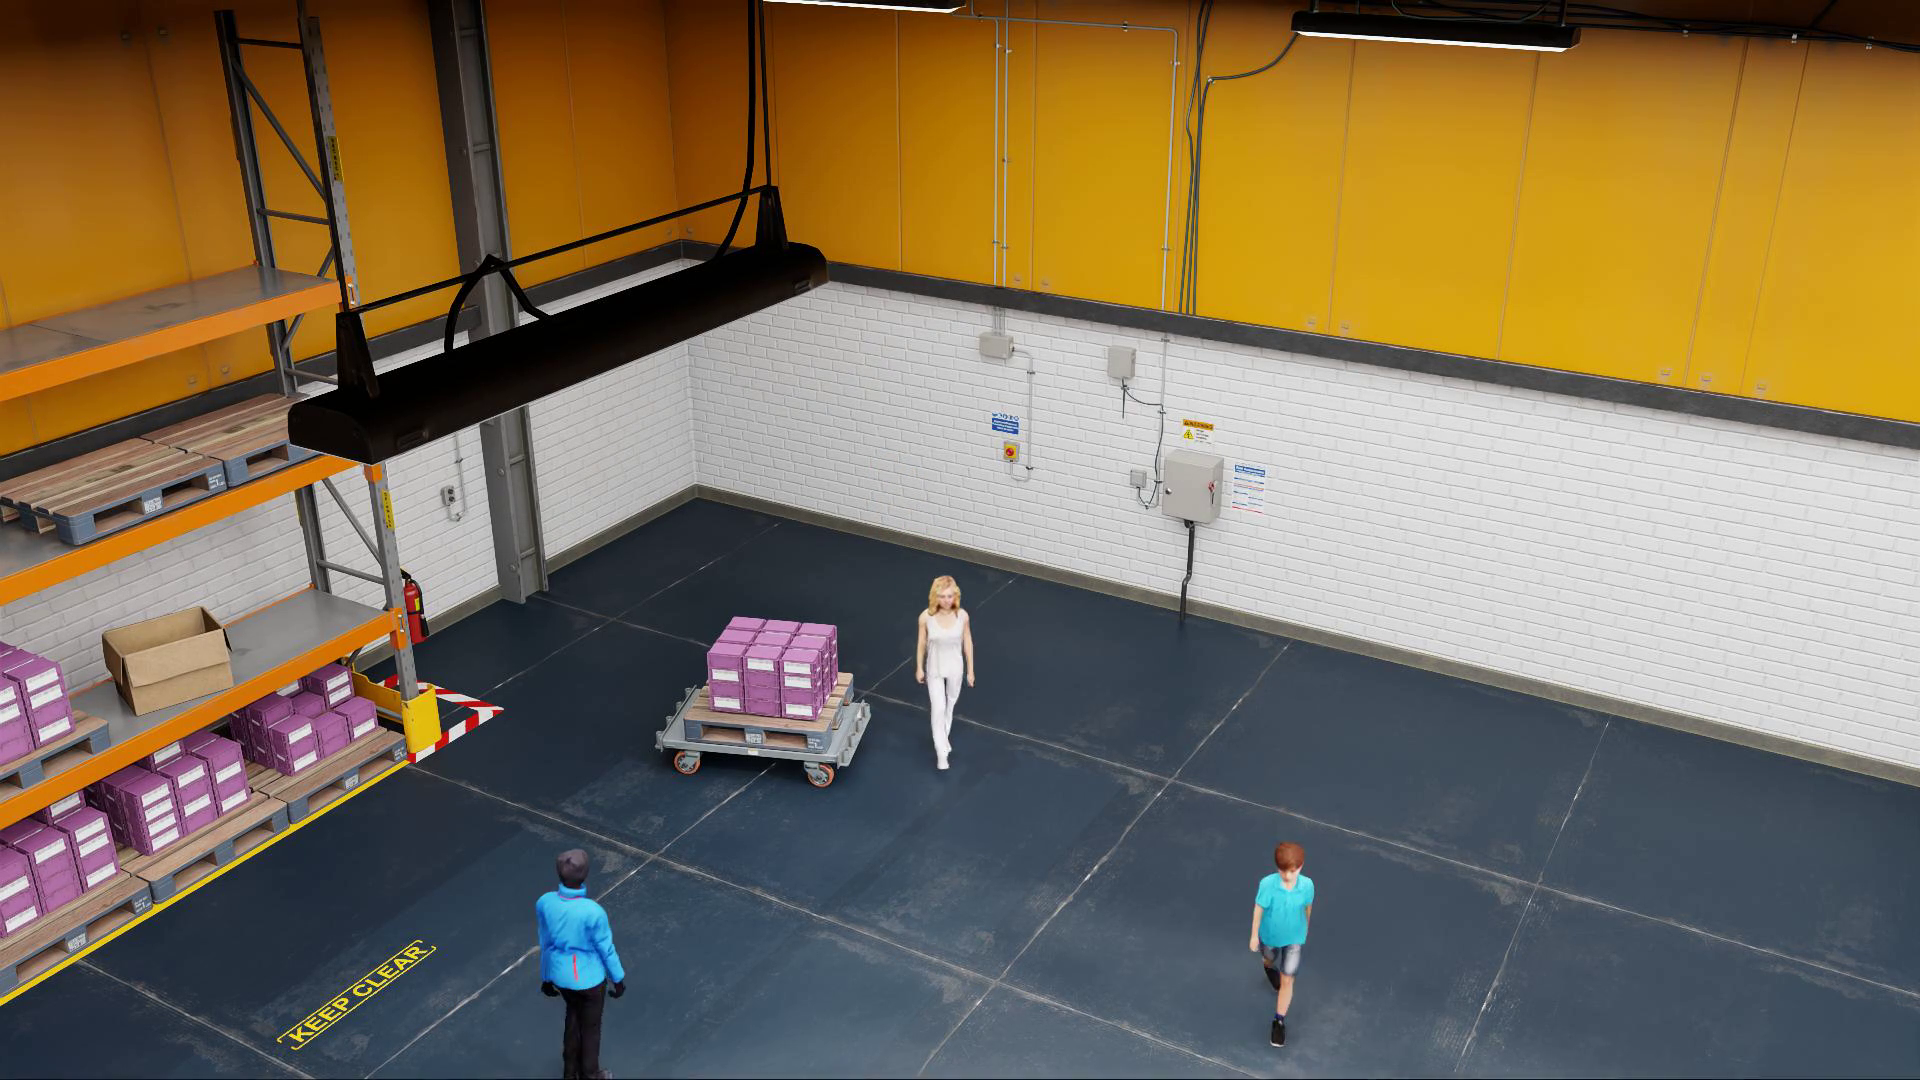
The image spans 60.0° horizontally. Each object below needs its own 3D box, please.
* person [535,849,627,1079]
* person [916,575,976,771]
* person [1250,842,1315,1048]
[{"bbox_3d":[-2.338,2.676,9.965,0.696,1.786,0.649,8,25,17],"label":"person"},{"bbox_3d":[-0.137,1.030,13.902,0.933,1.648,1.008,-5,24,-11],"label":"person"},{"bbox_3d":[2.109,2.505,10.839,0.761,1.400,1.065,3,24,8],"label":"person"}]
